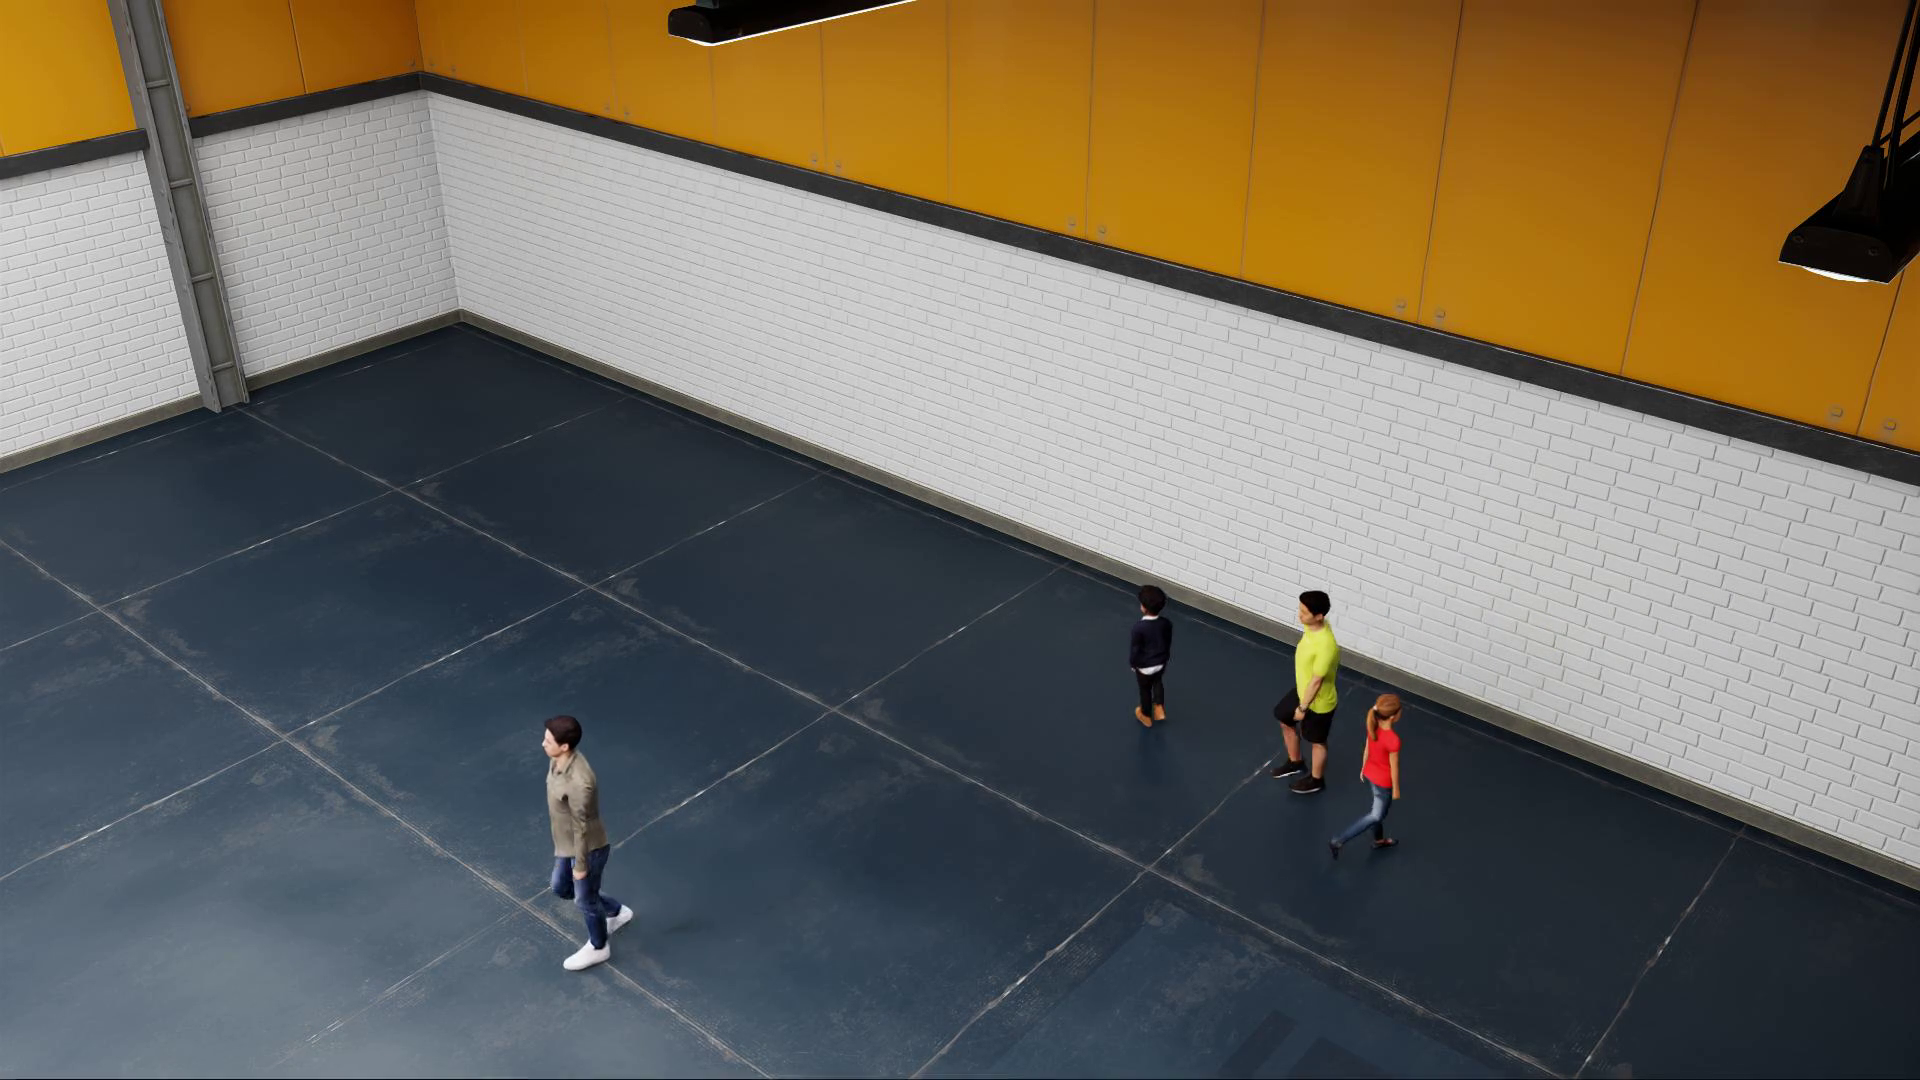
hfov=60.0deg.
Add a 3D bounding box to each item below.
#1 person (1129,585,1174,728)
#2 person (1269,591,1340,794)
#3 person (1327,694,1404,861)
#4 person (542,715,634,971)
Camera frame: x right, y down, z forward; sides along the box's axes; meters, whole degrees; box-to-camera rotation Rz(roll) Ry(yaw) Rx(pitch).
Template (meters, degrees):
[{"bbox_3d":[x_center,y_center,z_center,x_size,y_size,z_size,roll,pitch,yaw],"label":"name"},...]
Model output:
[{"bbox_3d":[1.483,0.915,12.658,0.583,1.215,0.662,-11,31,-19],"label":"person"},{"bbox_3d":[2.601,1.079,11.856,0.812,1.695,0.760,-4,29,-8],"label":"person"},{"bbox_3d":[2.780,1.631,11.262,0.880,1.294,0.746,-8,30,-14],"label":"person"},{"bbox_3d":[-2.252,1.854,10.266,0.858,1.855,0.822,-15,32,-25],"label":"person"}]
